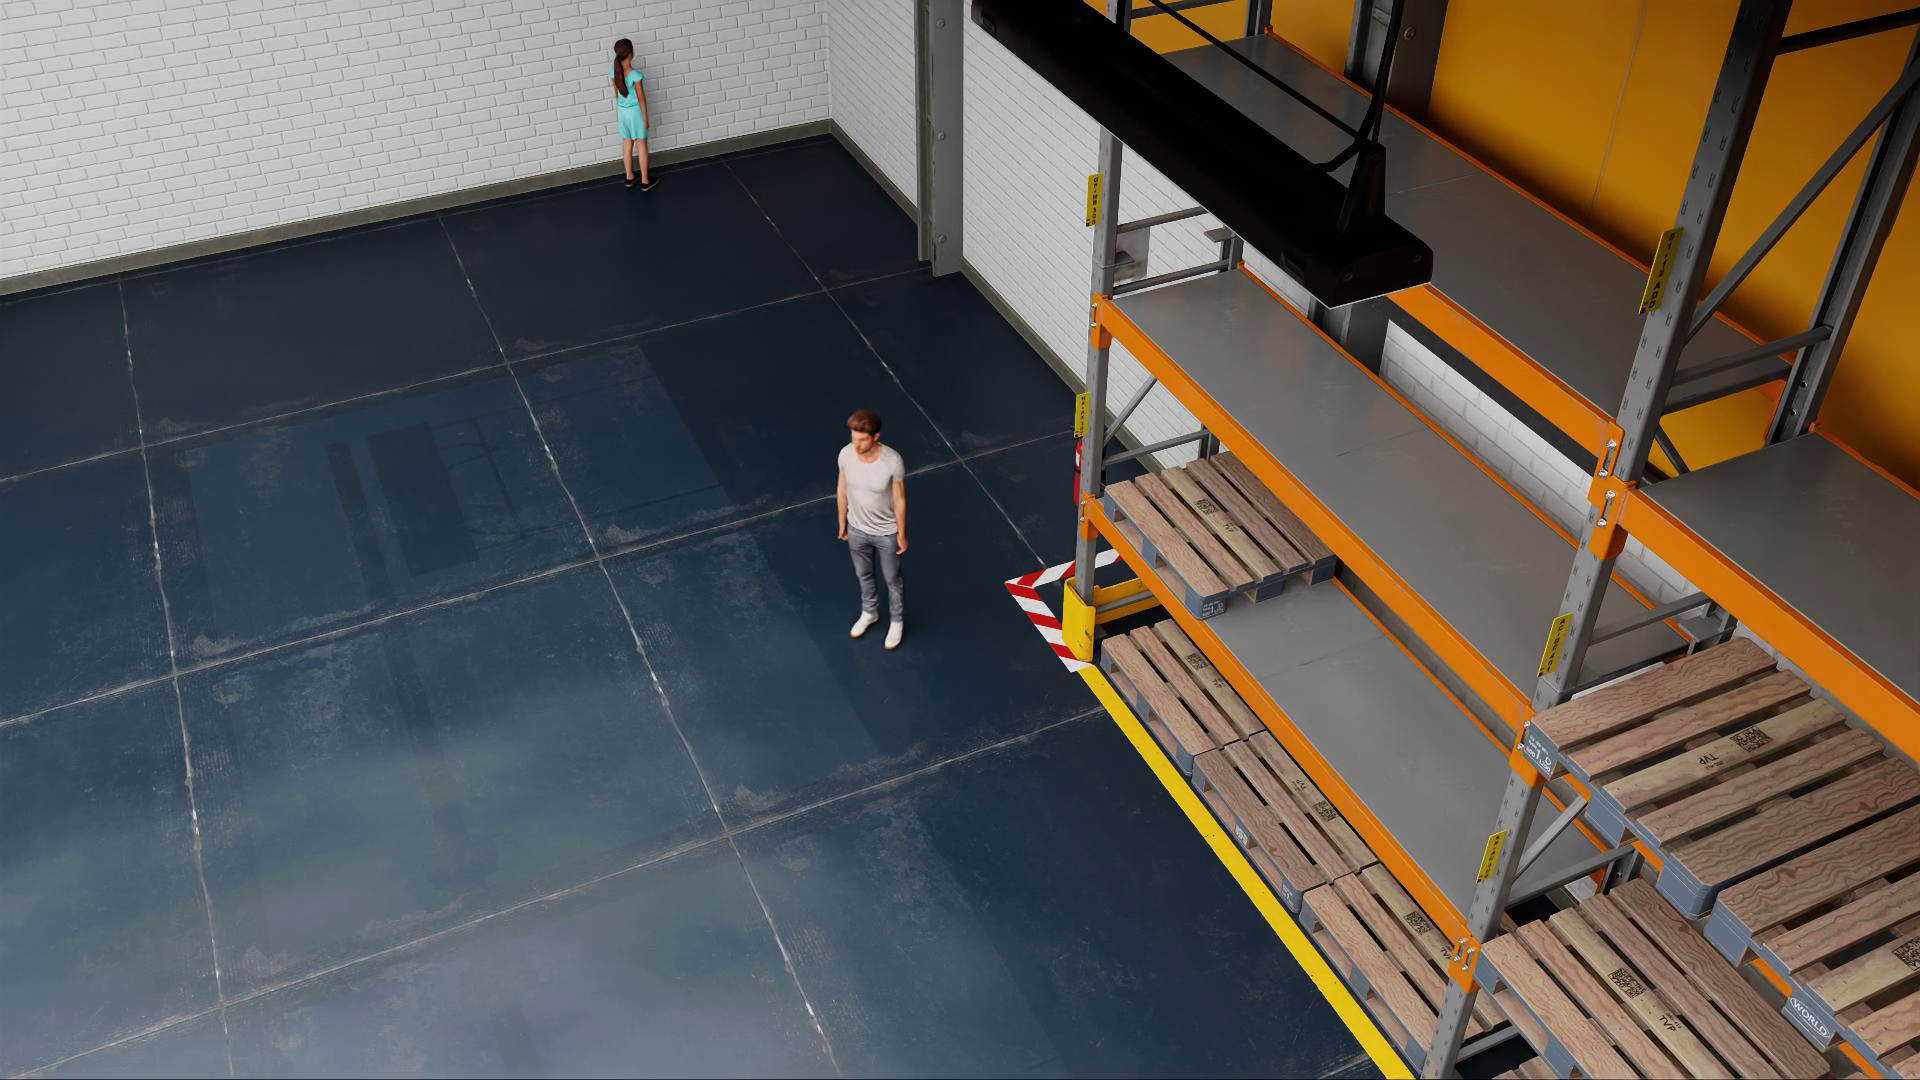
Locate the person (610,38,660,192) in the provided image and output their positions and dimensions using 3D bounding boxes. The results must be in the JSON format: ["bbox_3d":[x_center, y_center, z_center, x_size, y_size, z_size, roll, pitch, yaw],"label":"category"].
[{"bbox_3d":[-3.319,-4.304,16.805,0.619,1.558,0.695,18,42,21],"label":"person"}]

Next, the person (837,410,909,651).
[{"bbox_3d":[-0.574,-0.107,11.285,0.748,1.888,0.806,12,40,15],"label":"person"}]
